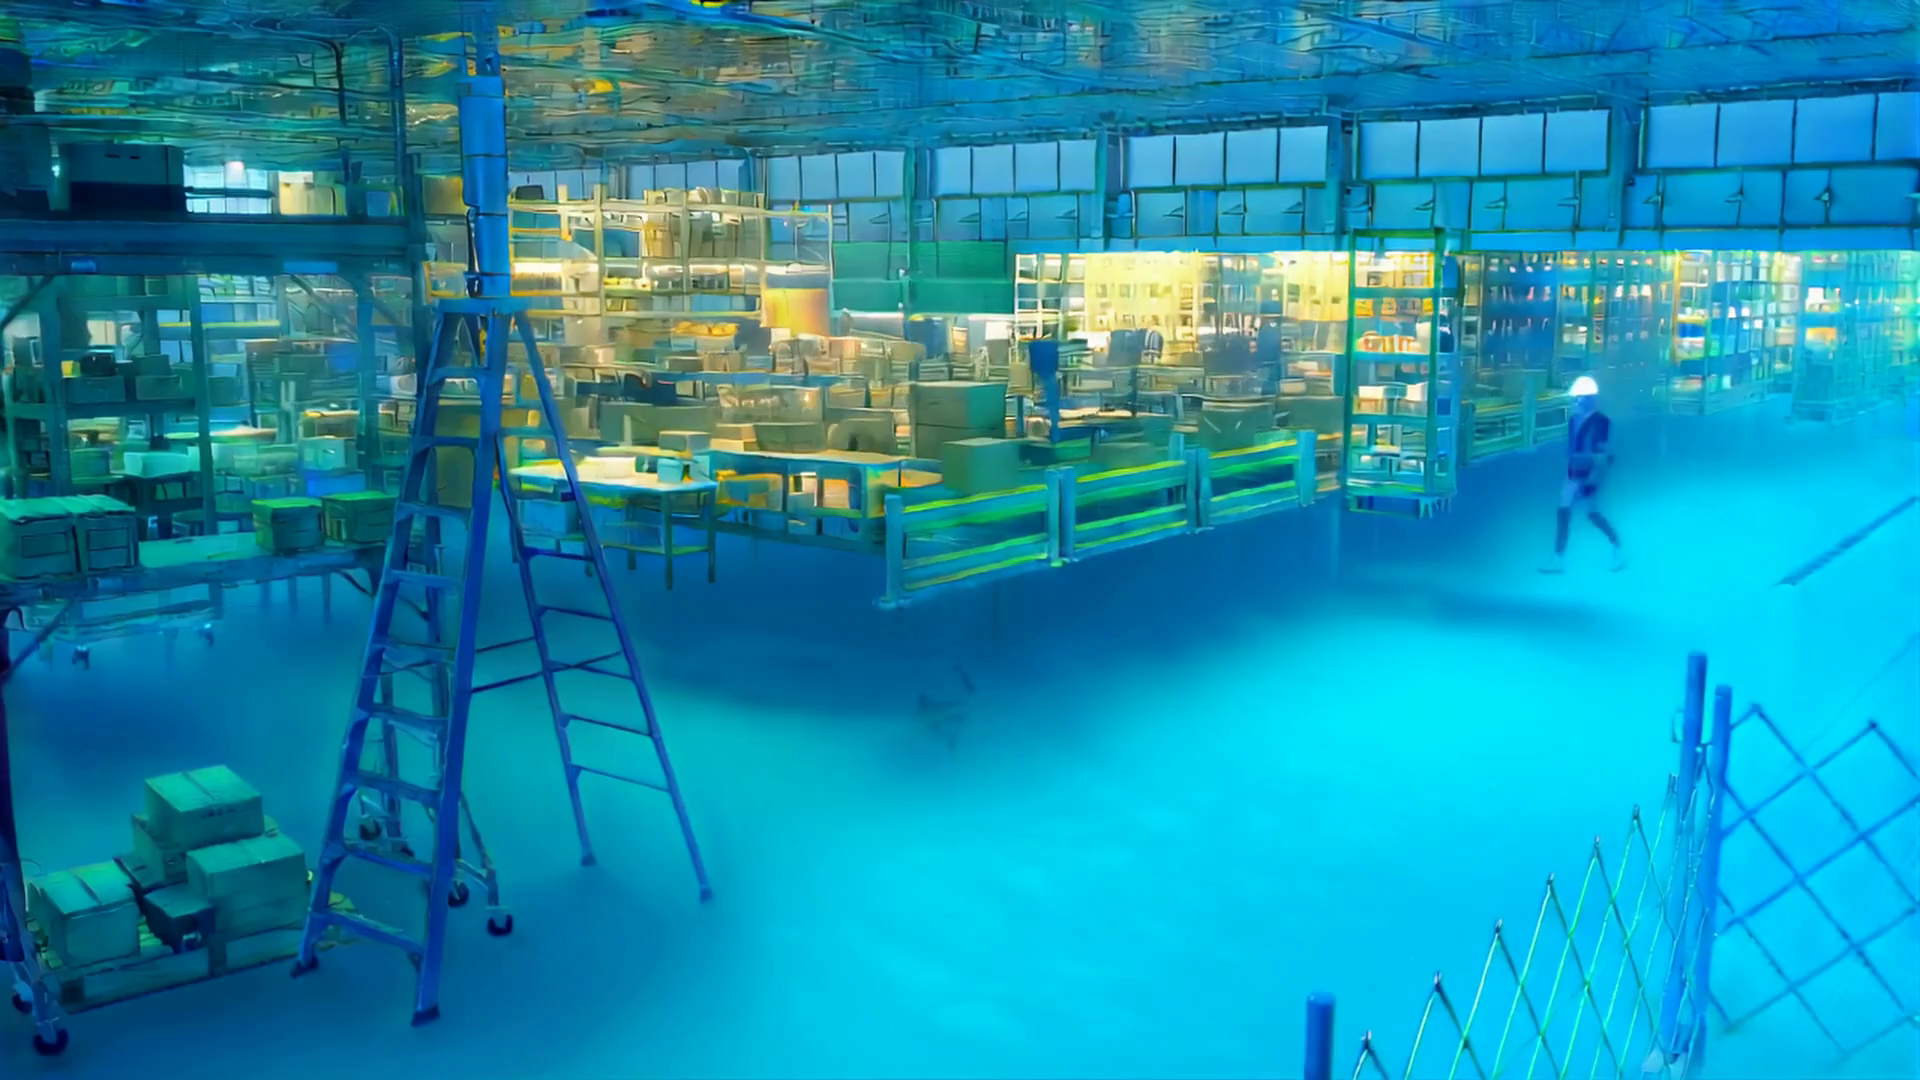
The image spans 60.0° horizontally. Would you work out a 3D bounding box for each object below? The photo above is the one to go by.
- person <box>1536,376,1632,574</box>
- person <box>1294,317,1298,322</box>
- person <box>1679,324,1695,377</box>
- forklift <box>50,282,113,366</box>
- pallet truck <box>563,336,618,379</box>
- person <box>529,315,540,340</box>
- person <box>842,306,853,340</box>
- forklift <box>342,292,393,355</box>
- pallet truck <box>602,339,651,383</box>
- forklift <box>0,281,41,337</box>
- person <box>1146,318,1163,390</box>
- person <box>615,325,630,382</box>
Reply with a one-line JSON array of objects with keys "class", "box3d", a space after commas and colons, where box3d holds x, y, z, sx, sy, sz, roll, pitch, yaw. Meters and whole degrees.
[{"class": "person", "box3d": [6.353, -0.647, 16.790, 0.961, 2.014, 0.609, -3, 10, -18]}, {"class": "person", "box3d": [10.147, -5.788, 49.545, 0.914, 1.787, 0.598, 5, 10, 26]}, {"class": "person", "box3d": [18.434, -4.644, 42.257, 0.389, 1.837, 0.563, 3, 10, 19]}, {"class": "forklift", "box3d": [-22.887, -5.252, 42.809, 1.873, 2.768, 1.129, 4, 10, 23]}, {"class": "pallet truck", "box3d": [-10.690, -5.294, 48.215, 1.601, 1.201, 0.680, -5, 10, -26]}, {"class": "person", "box3d": [-14.004, -6.544, 54.592, 0.537, 1.688, 0.387, 6, 11, 32]}, {"class": "person", "box3d": [-4.534, -8.651, 67.570, 0.554, 1.735, 0.660, 8, 12, 40]}, {"class": "forklift", "box3d": [-16.485, -5.622, 45.120, 1.129, 2.768, 1.873, 7, 11, 37]}, {"class": "pallet truck", "box3d": [-8.991, -4.871, 45.351, 0.653, 1.274, 1.630, 7, 11, 37]}, {"class": "forklift", "box3d": [-25.513, -5.654, 45.316, 1.873, 2.768, 1.129, 7, 11, 36]}, {"class": "person", "box3d": [4.753, -4.429, 40.580, 0.387, 1.947, 0.604, -4, 10, -25]}, {"class": "person", "box3d": [-8.481, -4.521, 41.769, 0.434, 1.757, 0.535, 4, 10, 24]}]
